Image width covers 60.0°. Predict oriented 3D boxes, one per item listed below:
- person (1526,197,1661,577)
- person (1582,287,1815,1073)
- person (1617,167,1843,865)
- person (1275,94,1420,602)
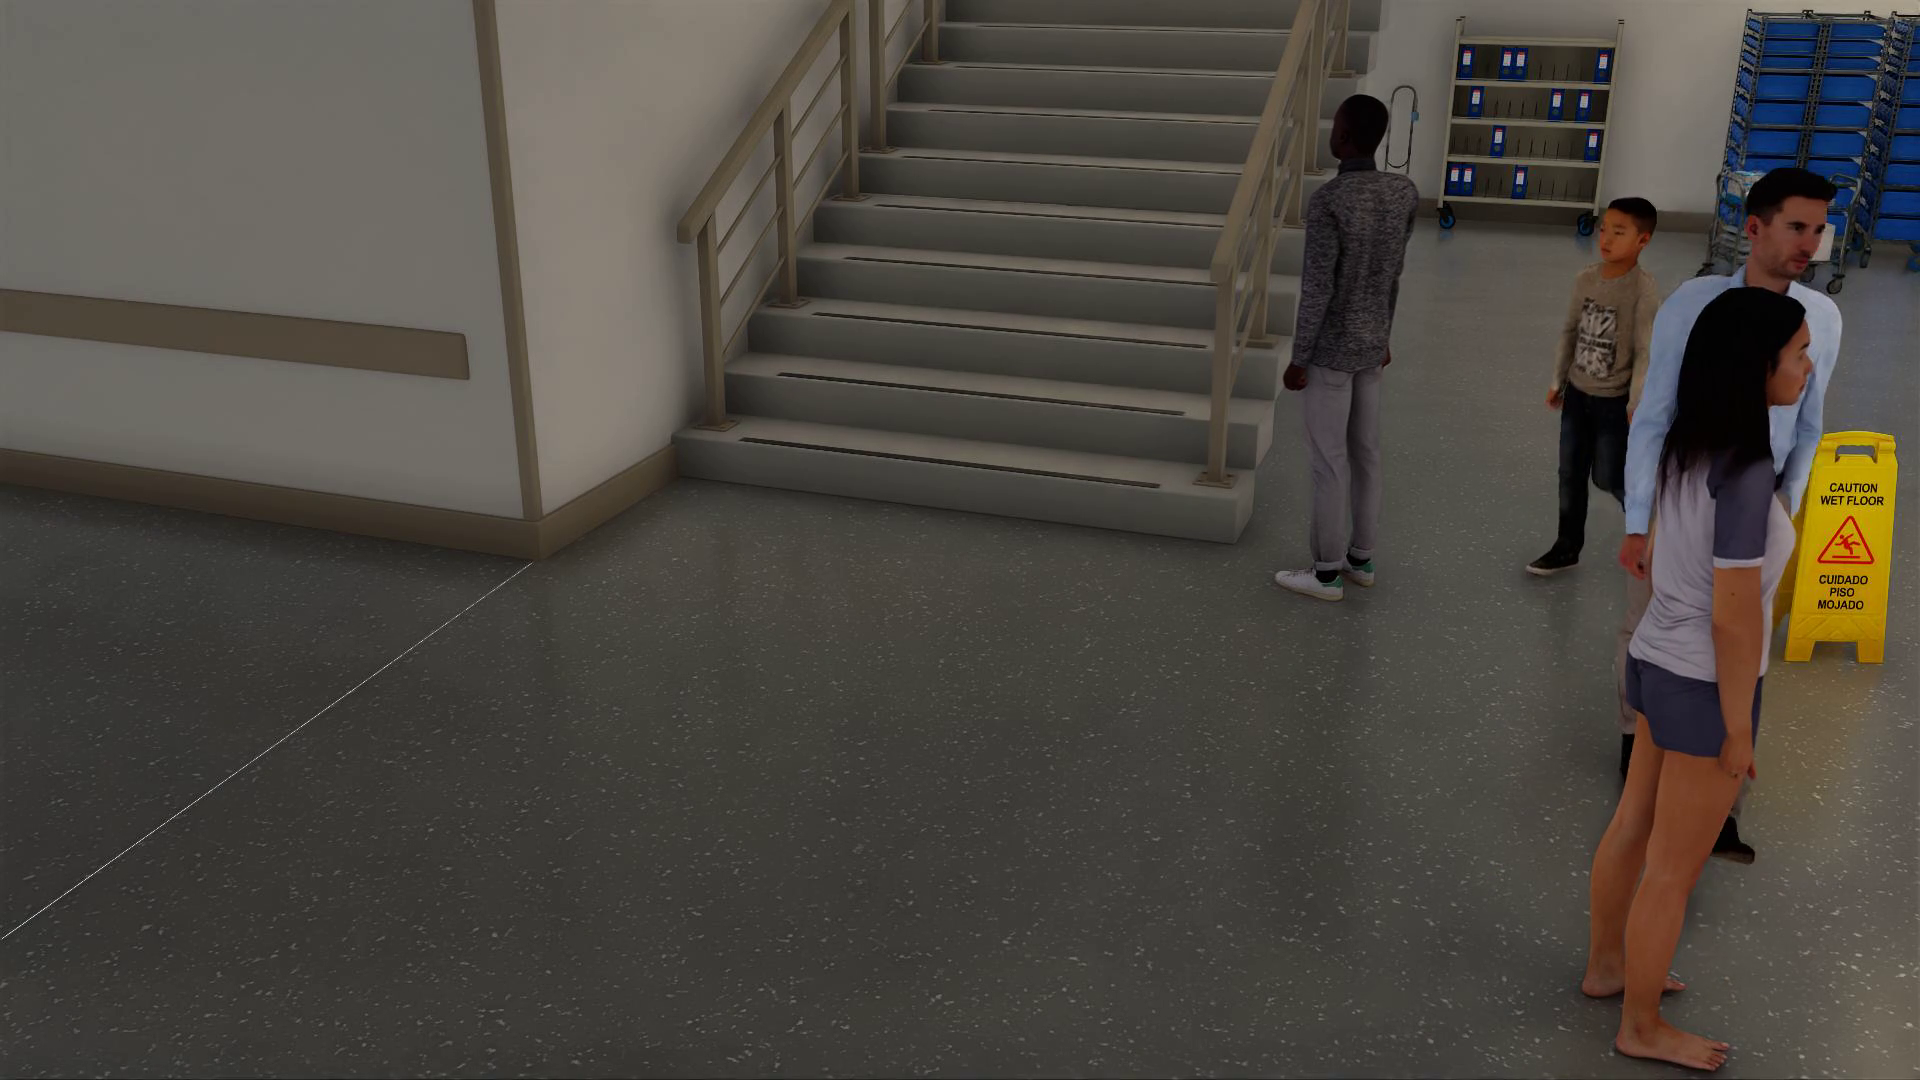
[{"bbox_3d":[2.485,-0.562,6.303,0.868,1.452,0.801,-10,23,-25],"label":"person"},{"bbox_3d":[1.590,0.308,3.610,0.697,1.733,0.539,2,21,4],"label":"person"},{"bbox_3d":[2.037,-0.089,4.569,0.726,1.797,1.195,6,22,15],"label":"person"},{"bbox_3d":[1.416,-0.689,6.096,0.700,1.837,0.827,-15,25,-34],"label":"person"}]
